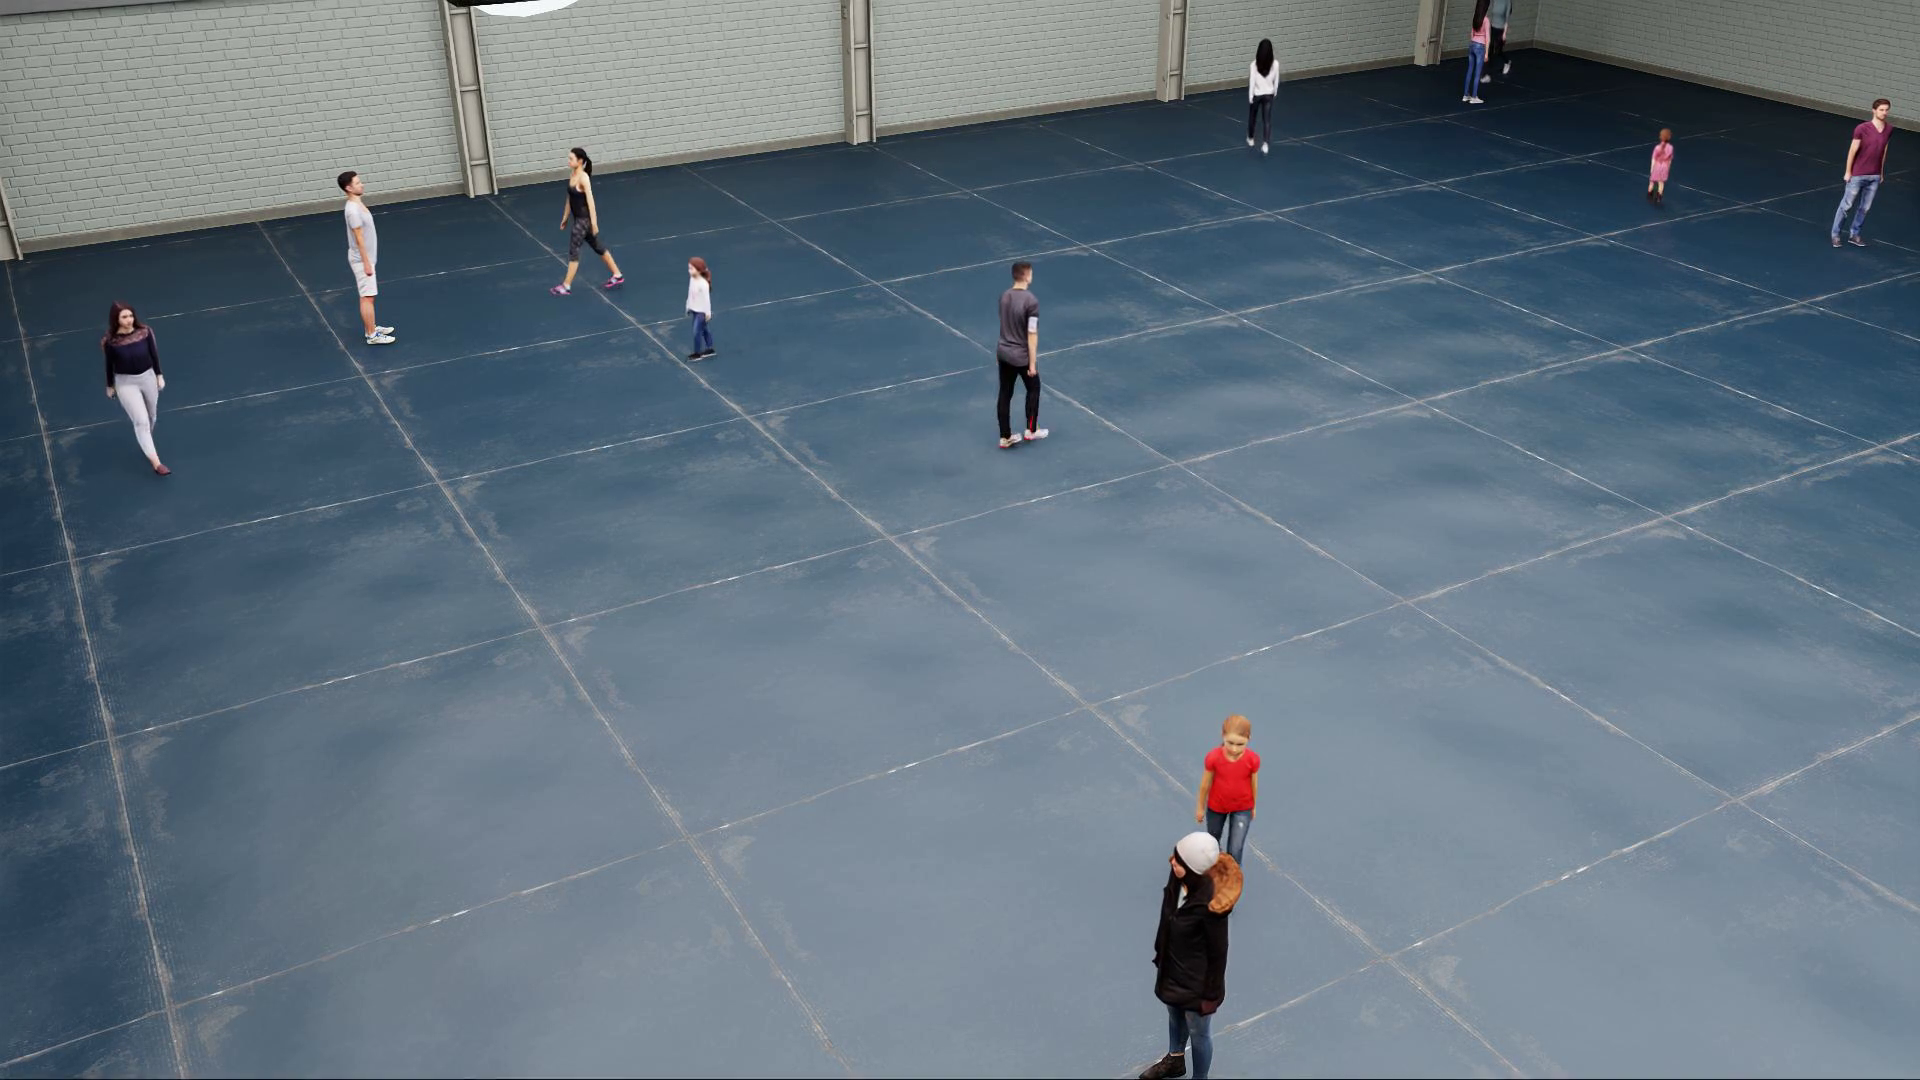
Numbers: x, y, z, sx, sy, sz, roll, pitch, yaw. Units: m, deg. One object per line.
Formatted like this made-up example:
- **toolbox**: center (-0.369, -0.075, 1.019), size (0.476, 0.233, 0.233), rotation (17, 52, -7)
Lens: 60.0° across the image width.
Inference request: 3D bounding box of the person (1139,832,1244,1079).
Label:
- **person**: center (1.127, 2.086, 8.122), size (0.584, 1.635, 0.624), rotation (-14, 30, -25)

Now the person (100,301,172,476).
- **person**: center (-7.420, -1.395, 14.952), size (1.091, 1.571, 0.863), rotation (-21, 34, -35)

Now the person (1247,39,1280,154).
- **person**: center (4.579, -6.642, 25.047), size (1.160, 1.658, 1.045), rotation (-1, 27, -1)

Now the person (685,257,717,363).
- **person**: center (-2.691, -2.446, 17.510), size (0.616, 1.098, 0.479), rotation (-18, 32, -31)

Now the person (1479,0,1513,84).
- **person**: center (9.615, -9.031, 29.614), size (0.978, 1.724, 0.612), rotation (-17, 32, -29)

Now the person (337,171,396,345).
- **person**: center (-6.406, -3.034, 17.824), size (0.658, 1.855, 0.731), rotation (-8, 28, -15)

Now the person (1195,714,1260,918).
- **person**: center (1.557, 1.505, 9.637), size (0.800, 1.280, 0.833), rotation (5, 28, 10)

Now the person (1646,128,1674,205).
- **person**: center (9.602, -5.103, 22.760), size (0.713, 1.015, 0.768), rotation (7, 28, 13)

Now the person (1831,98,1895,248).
- **person**: center (11.381, -4.631, 20.926), size (0.647, 1.855, 0.793), rotation (-2, 27, -5)

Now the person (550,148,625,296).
- **person**: center (-4.273, -3.688, 19.290), size (1.135, 1.678, 0.561), rotation (-15, 31, -27)

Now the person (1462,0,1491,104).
- **person**: center (8.793, -8.335, 28.243), size (0.525, 1.742, 0.574), rotation (-12, 30, -23)

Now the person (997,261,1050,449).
- **person**: center (0.451, -1.661, 15.284), size (0.767, 1.740, 0.853), rotation (23, 35, 37)
